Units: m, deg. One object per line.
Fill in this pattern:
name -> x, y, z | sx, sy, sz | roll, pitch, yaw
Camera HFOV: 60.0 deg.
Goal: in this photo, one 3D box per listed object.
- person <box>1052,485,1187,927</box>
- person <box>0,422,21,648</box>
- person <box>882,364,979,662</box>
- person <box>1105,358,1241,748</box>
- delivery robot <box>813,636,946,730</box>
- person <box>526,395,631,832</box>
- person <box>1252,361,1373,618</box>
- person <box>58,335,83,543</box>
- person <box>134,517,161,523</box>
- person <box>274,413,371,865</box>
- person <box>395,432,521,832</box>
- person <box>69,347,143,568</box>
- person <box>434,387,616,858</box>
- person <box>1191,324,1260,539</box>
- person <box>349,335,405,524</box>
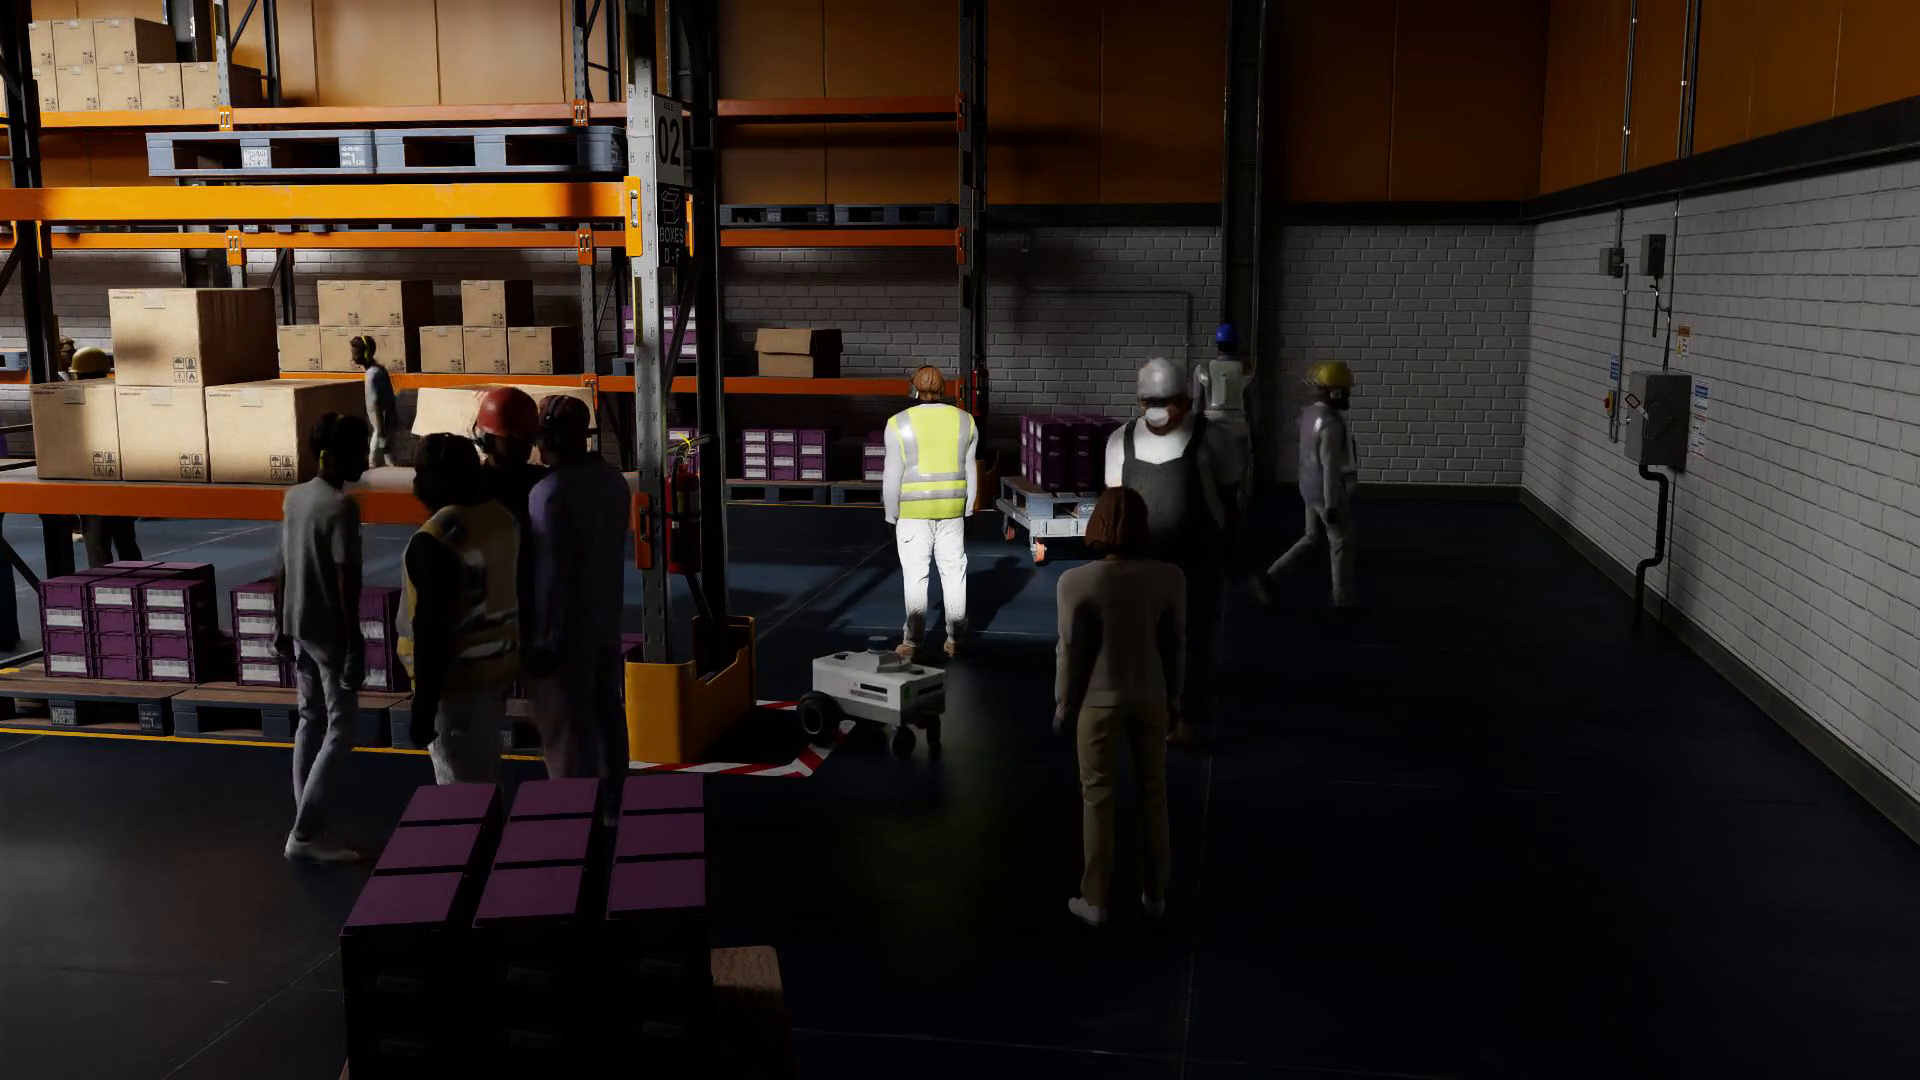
person -> 0.587, 0.613, 6.139 | 0.499, 1.634, 0.279 | -2, 9, -11
person -> -6.244, -0.218, 10.637 | 0.373, 1.843, 0.571 | -3, 10, -19
person -> -0.194, -0.165, 10.325 | 0.620, 1.845, 0.430 | -3, 10, -20
person -> 1.043, 0.022, 8.551 | 0.702, 2.000, 0.913 | 5, 10, 27
delivery robot -> -0.413, 0.733, 8.446 | 0.707, 0.478, 0.477 | 8, 12, 39
person -> -1.624, 0.348, 6.943 | 0.402, 1.906, 0.652 | 3, 10, 16
person -> 2.477, -0.343, 11.556 | 0.770, 1.810, 0.598 | -1, 9, -5
person -> -8.000, -0.904, 14.896 | 0.343, 1.847, 0.506 | -1, 9, -4
person -> -7.762, -1.072, 16.099 | 0.596, 1.810, 0.620 | 9, 13, 43
person -> -2.637, 0.403, 6.812 | 0.693, 1.851, 0.403 | 7, 11, 37
person -> -1.863, 0.515, 6.173 | 0.482, 1.849, 0.629 | 1, 9, 9
person -> -5.594, -0.293, 10.853 | 0.368, 1.927, 0.589 | 4, 10, 22
person -> -1.763, 0.366, 6.691 | 0.654, 1.942, 0.968 | -8, 12, -41
person -> 2.397, -0.975, 15.029 | 0.615, 1.942, 0.398 | 1, 9, 8
person -> -5.407, -1.061, 15.951 | 0.736, 1.828, 0.560 | -2, 9, -11
